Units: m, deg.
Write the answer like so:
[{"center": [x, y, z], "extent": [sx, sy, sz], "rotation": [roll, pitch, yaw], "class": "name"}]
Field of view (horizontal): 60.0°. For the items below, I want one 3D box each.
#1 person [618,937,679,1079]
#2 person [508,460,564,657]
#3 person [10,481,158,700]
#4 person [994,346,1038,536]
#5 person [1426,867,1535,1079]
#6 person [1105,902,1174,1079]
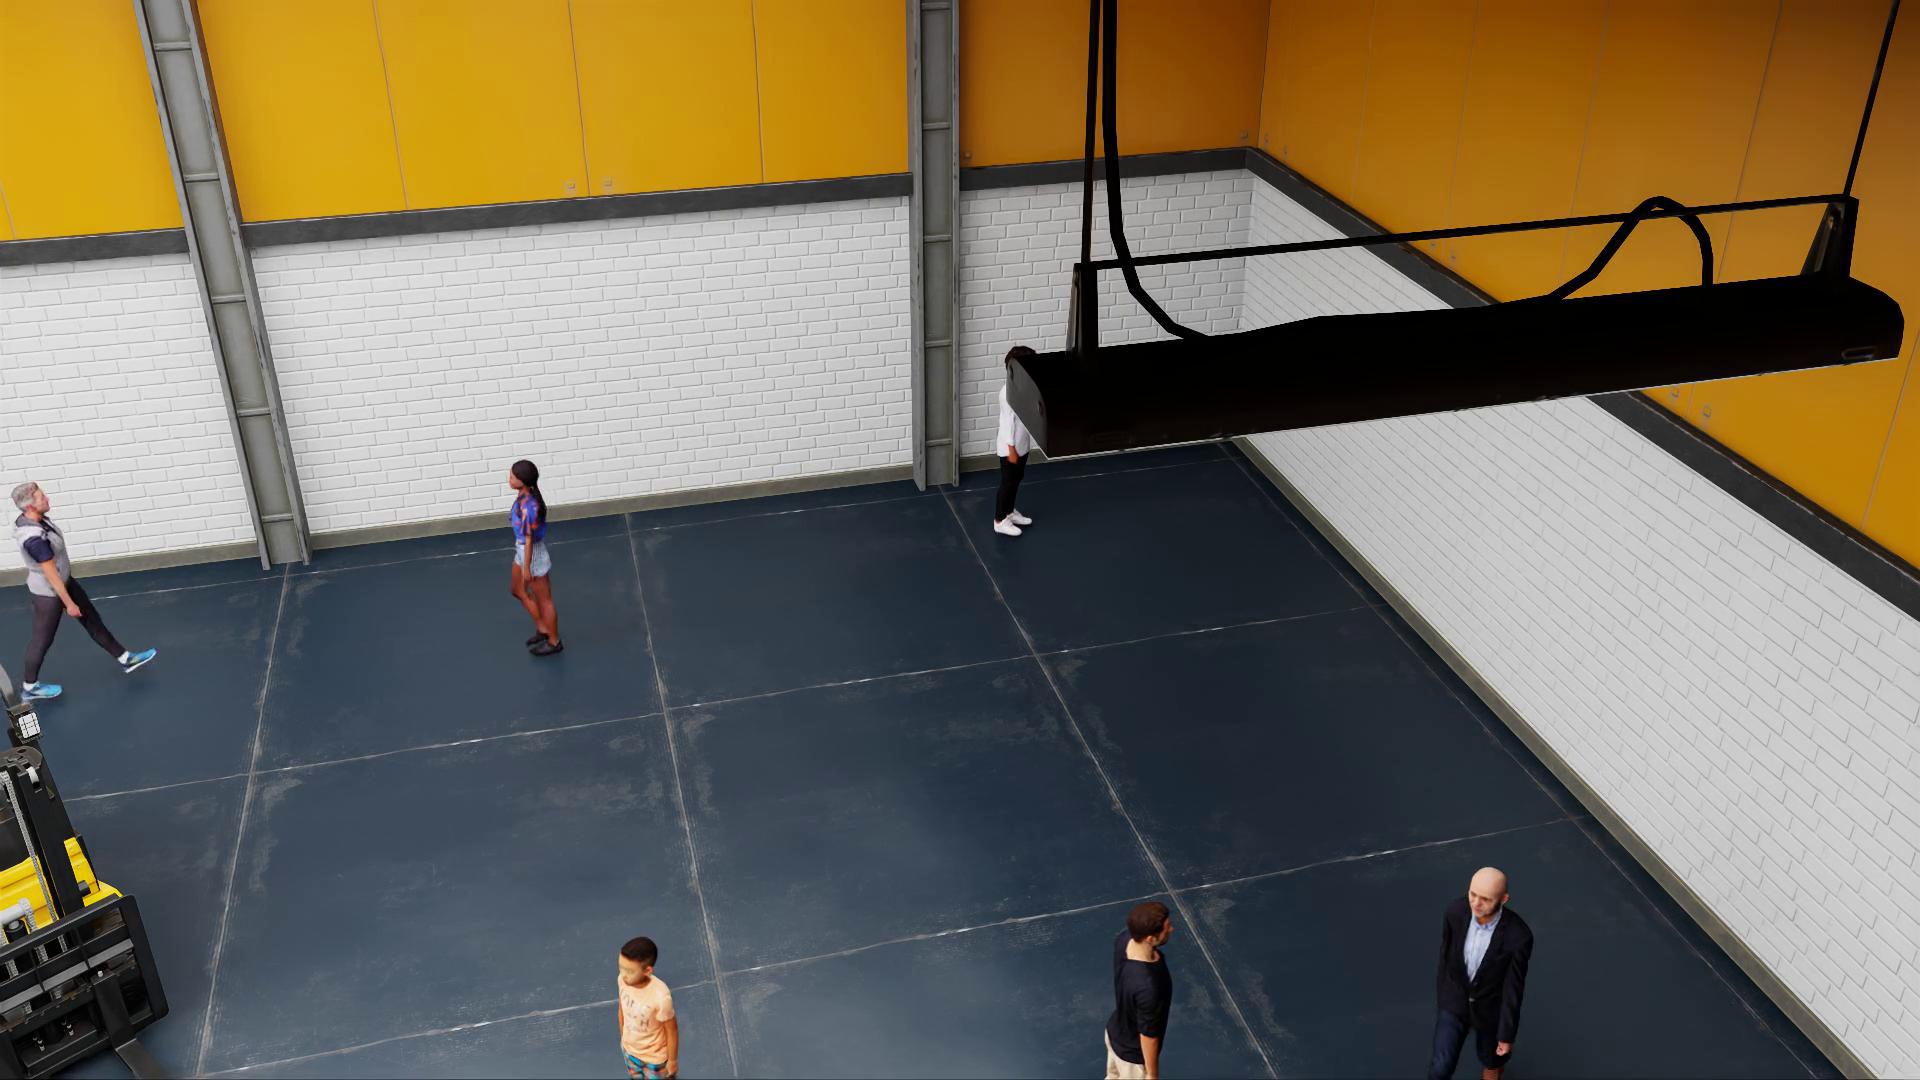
[{"center": [-1.639, 2.680, 8.796], "extent": [0.596, 1.461, 0.647], "rotation": [17, 33, 28], "class": "person"}, {"center": [-3.286, 0.142, 13.164], "extent": [0.583, 1.734, 0.609], "rotation": [-9, 30, -16], "class": "person"}, {"center": [-6.964, 0.433, 12.589], "extent": [1.272, 1.773, 0.859], "rotation": [-13, 31, -22], "class": "person"}, {"center": [0.485, -0.907, 15.014], "extent": [0.777, 1.803, 0.727], "rotation": [13, 31, 23], "class": "person"}, {"center": [2.800, 2.450, 8.893], "extent": [1.124, 1.771, 1.249], "rotation": [20, 34, 32], "class": "person"}, {"center": [0.883, 2.583, 8.567], "extent": [0.534, 1.851, 0.636], "rotation": [-6, 29, -11], "class": "person"}]
